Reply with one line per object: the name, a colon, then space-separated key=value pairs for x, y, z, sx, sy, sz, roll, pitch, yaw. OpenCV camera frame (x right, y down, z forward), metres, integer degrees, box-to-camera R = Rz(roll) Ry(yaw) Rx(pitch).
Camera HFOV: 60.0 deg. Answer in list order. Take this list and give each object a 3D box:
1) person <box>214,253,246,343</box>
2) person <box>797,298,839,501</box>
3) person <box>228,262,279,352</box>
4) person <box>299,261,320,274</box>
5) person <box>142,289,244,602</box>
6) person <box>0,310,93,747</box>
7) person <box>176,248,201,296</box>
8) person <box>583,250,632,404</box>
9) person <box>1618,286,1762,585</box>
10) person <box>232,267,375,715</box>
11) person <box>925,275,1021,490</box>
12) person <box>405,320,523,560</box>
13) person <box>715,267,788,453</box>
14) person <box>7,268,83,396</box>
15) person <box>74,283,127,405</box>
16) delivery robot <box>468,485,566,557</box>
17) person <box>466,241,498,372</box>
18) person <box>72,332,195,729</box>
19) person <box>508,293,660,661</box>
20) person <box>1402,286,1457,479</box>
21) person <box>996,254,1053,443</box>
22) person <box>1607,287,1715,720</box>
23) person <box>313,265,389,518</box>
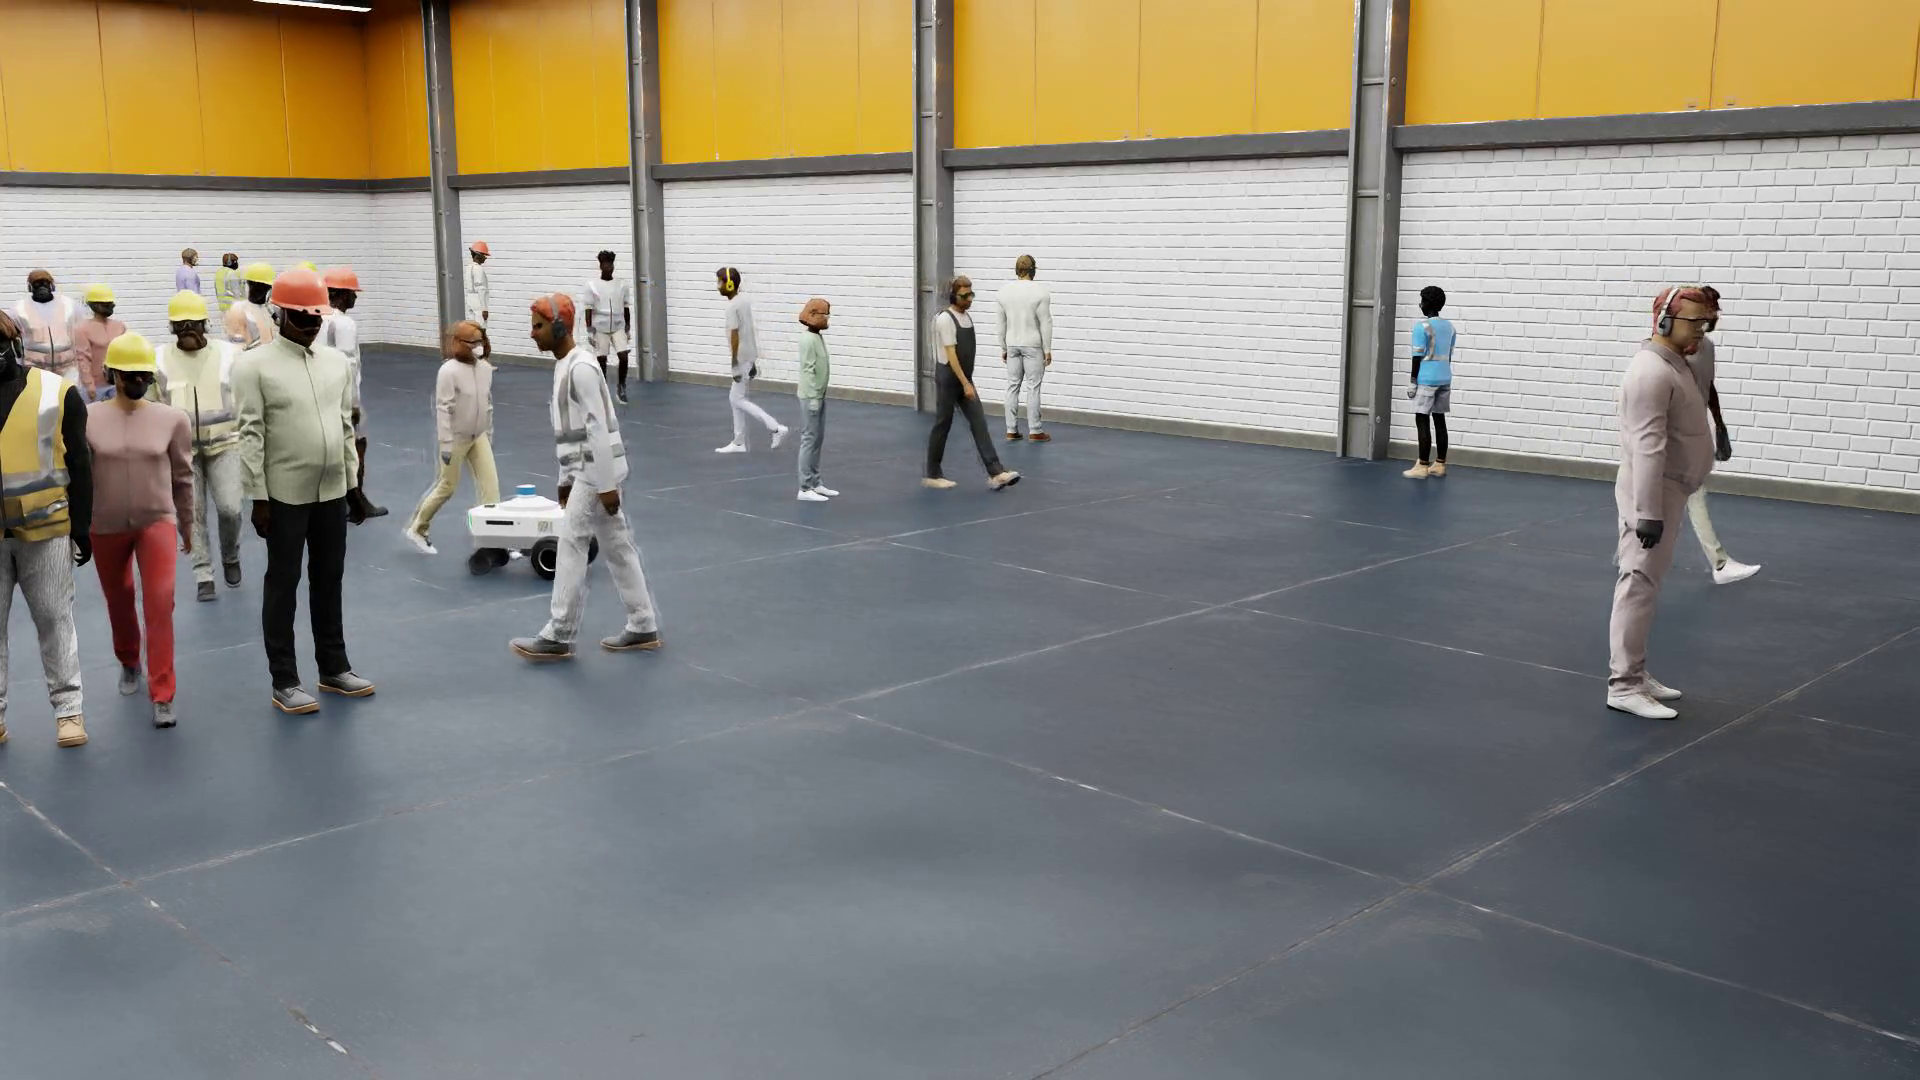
person: x=-11.986 y=-3.797 z=27.406 sx=0.622 sy=1.840 sz=0.430 roll=8 pitch=13 yaw=38
person: x=-1.167 y=-1.130 z=13.446 sx=0.288 sy=1.629 sz=0.512 roll=2 pitch=11 yaw=9
person: x=-6.096 y=-1.447 z=14.406 sx=0.641 sy=1.903 sz=0.610 roll=2 pitch=11 yaw=12
person: x=-8.940 y=-2.906 z=22.716 sx=0.606 sy=1.788 sz=0.947 roll=10 pitch=14 yaw=43
person: x=-4.436 y=-0.547 z=9.725 sx=0.619 sy=1.820 sz=0.418 roll=-4 pitch=11 yaw=-19
person: x=-3.923 y=-0.035 z=6.882 sx=0.625 sy=1.844 sz=0.429 roll=-5 pitch=11 yaw=-23
person: x=-11.869 y=-3.529 z=25.671 sx=0.353 sy=1.936 sz=0.635 roll=-9 pitch=13 yaw=-39
person: x=-4.378 y=-2.627 z=20.711 sx=0.605 sy=1.947 sz=0.554 roll=-5 pitch=11 yaw=-24
person: x=4.549 y=-0.649 z=10.280 sx=0.551 sy=1.816 sz=0.961 roll=-8 pitch=13 yaw=-39
person: x=-2.954 y=-0.226 z=7.522 sx=0.387 sy=1.989 sz=0.608 roll=6 pitch=12 yaw=29
person: x=0.066 y=-1.275 z=13.760 sx=0.947 sy=1.792 sz=0.508 roll=7 pitch=12 yaw=33
person: x=-3.310 y=-0.662 z=10.995 sx=0.832 sy=1.586 sz=0.543 roll=5 pitch=12 yaw=27
person: x=-2.046 y=-1.736 z=16.185 sx=0.681 sy=1.837 sz=0.578 roll=1 pitch=10 yaw=8
person: x=-8.374 y=-1.580 z=15.321 sx=0.664 sy=1.836 sz=0.468 roll=-7 pitch=12 yaw=-33
person: x=-7.428 y=-1.365 z=14.478 sx=0.928 sy=1.715 sz=0.549 roll=5 pitch=11 yaw=25
delivery robot: x=-2.726 y=-0.105 z=10.516 sx=0.707 sy=0.478 sz=0.477 roll=1 pitch=10 yaw=8
person: x=-7.516 y=-3.653 z=26.081 sx=0.390 sy=2.035 sz=0.605 roll=-6 pitch=12 yaw=-31
person: x=-3.706 y=-0.080 z=7.462 sx=0.530 sy=1.715 sz=0.931 roll=-5 pitch=12 yaw=-27
person: x=-1.945 y=-0.311 z=8.396 sx=0.841 sy=1.837 sz=0.589 roll=-3 pitch=11 yaw=-15
person: x=4.143 y=-1.383 z=14.645 sx=0.532 sy=1.694 sz=0.319 roll=-8 pitch=13 yaw=-38
person: x=0.674 y=-1.972 z=17.177 sx=0.632 sy=1.940 sz=0.372 roll=6 pitch=12 yaw=30
person: x=3.143 y=-0.170 z=7.445 sx=0.400 sy=1.905 sz=0.644 roll=6 pitch=12 yaw=28
person: x=-4.693 y=-1.080 z=12.391 sx=0.676 sy=1.915 sz=0.550 roll=-10 pitch=15 yaw=-44
